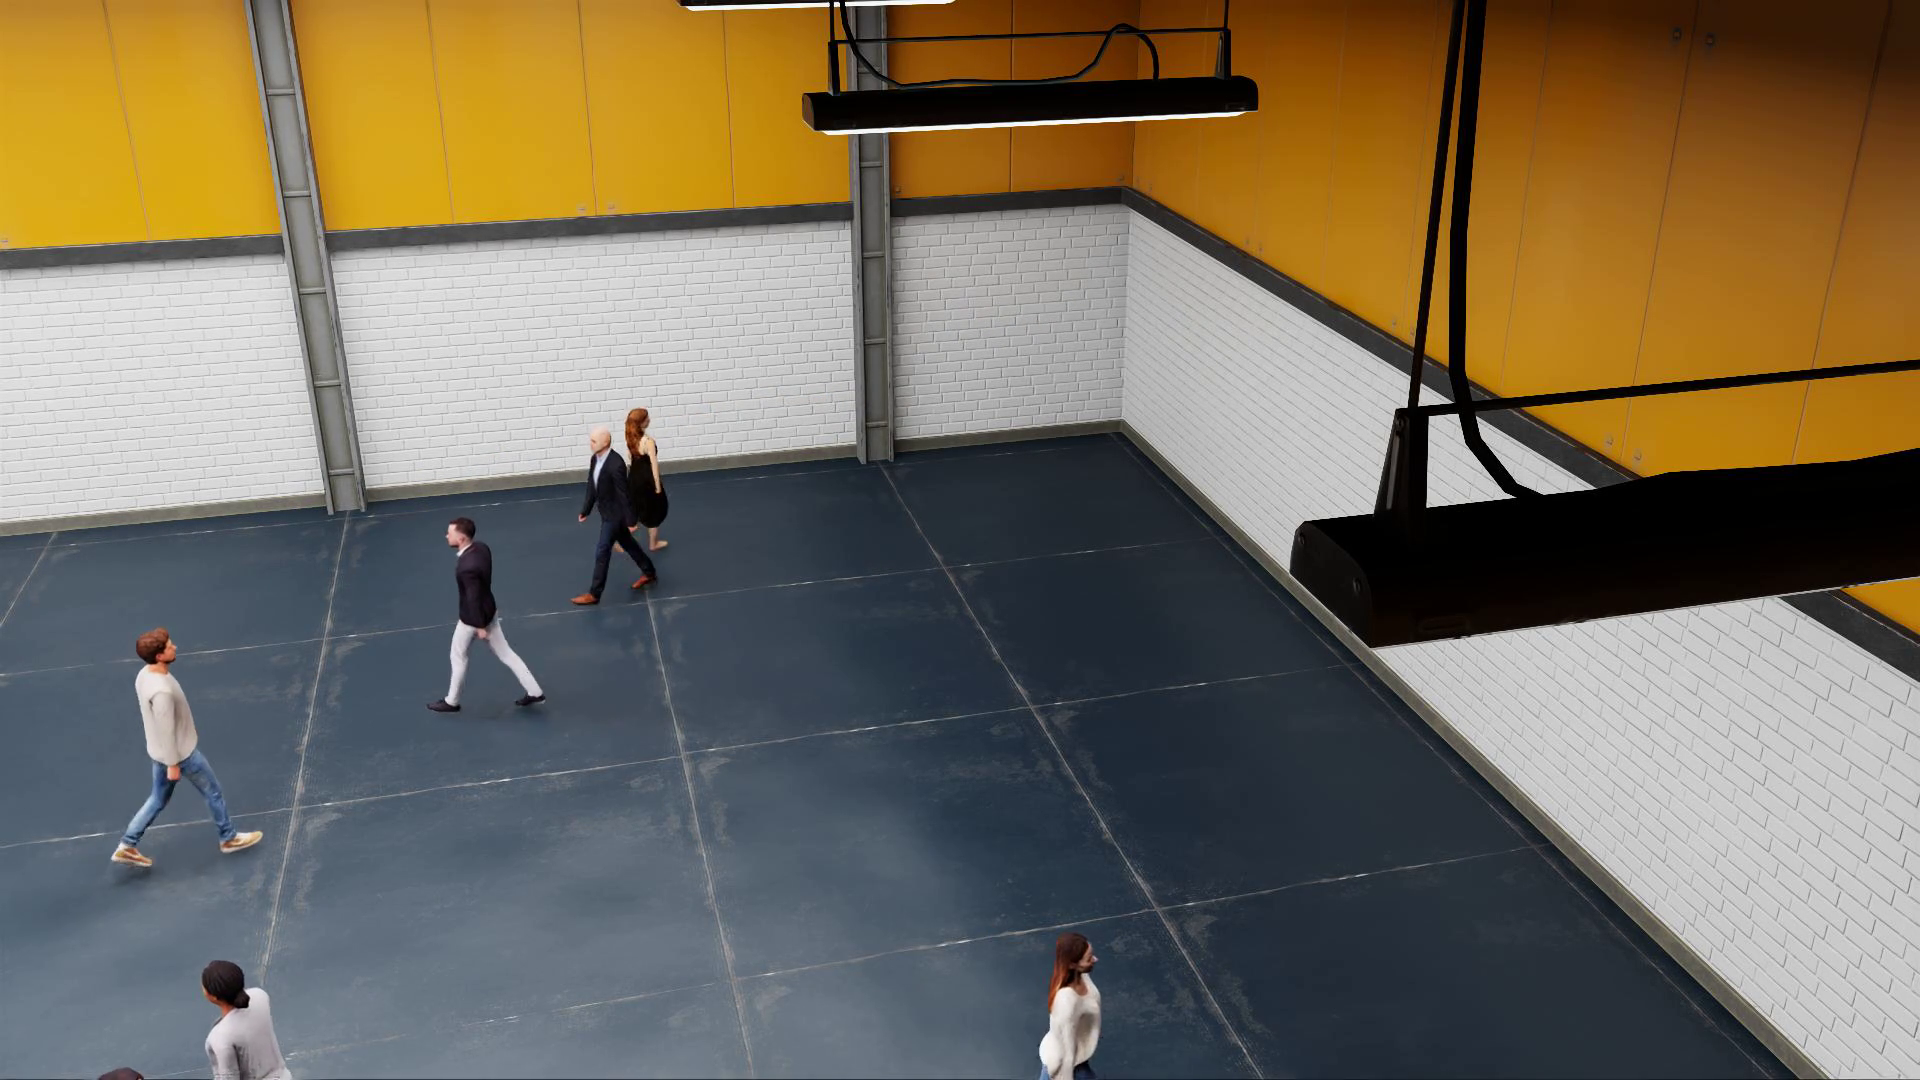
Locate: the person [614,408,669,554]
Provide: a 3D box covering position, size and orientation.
[{"bbox_3d":[-3.291,-0.561,16.960,0.890,1.597,0.995,16,29,33],"label":"person"}]

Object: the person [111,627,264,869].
[{"bbox_3d":[-5.697,1.536,11.833,1.320,1.862,0.990,-17,29,-34],"label":"person"}]

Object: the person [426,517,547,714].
[{"bbox_3d":[-3.921,0.659,13.924,1.310,1.793,0.954,2,24,4],"label":"person"}]

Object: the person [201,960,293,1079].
[{"bbox_3d":[-3.626,2.966,8.779,1.236,1.688,1.010,6,24,14],"label":"person"}]

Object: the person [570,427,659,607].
[{"bbox_3d":[-3.277,-0.269,16.087,1.263,1.762,0.907,-15,28,-30],"label":"person"}]

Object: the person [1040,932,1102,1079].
[{"bbox_3d":[0.507,2.840,9.100,1.165,1.661,0.843,1,24,2],"label":"person"}]
